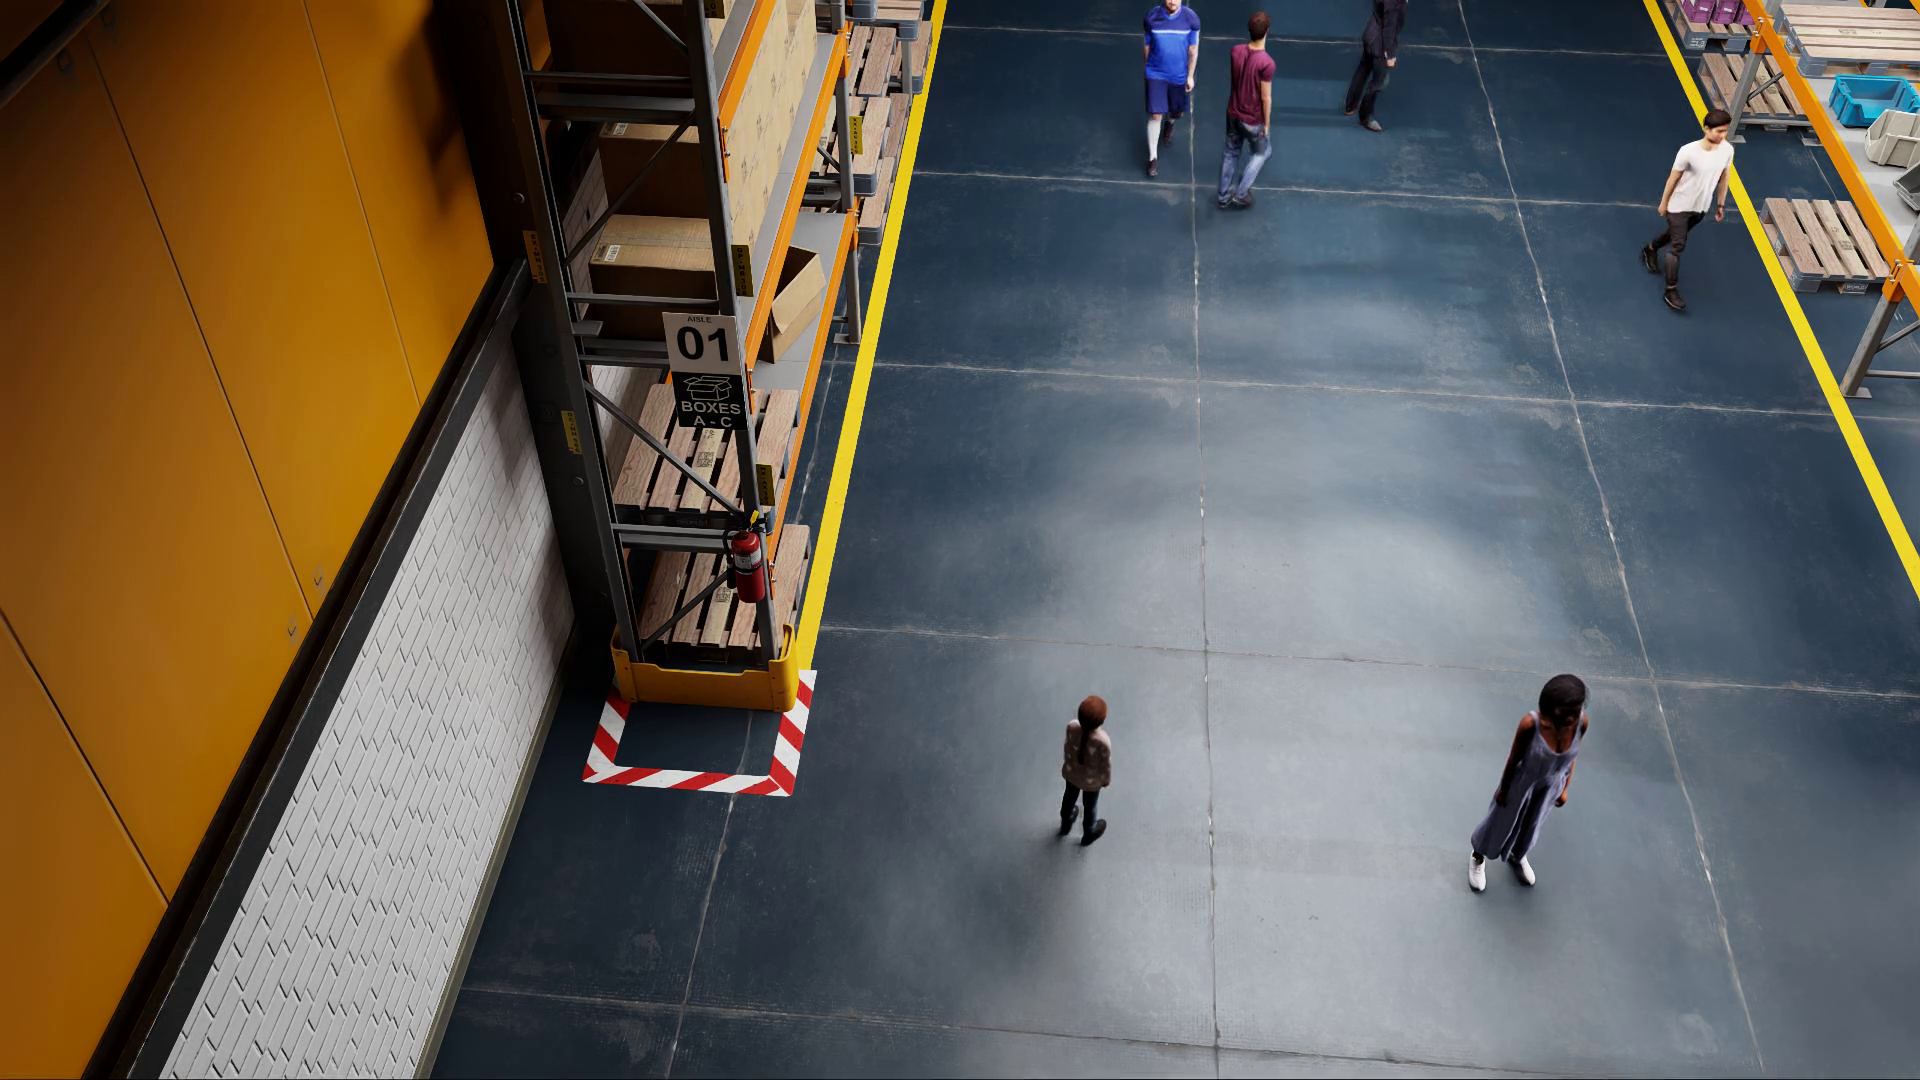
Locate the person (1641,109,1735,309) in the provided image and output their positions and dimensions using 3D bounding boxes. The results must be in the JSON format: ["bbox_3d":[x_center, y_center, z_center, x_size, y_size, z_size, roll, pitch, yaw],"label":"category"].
[{"bbox_3d":[6.112,-2.883,14.008,0.849,1.686,1.173,-8,44,-8],"label":"person"}]

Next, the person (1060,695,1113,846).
[{"bbox_3d":[0.741,1.369,9.903,0.543,1.193,0.575,26,50,25],"label":"person"}]

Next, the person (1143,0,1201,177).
[{"bbox_3d":[1.938,-4.359,15.463,0.677,1.816,1.069,3,44,3],"label":"person"}]

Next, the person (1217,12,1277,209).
[{"bbox_3d":[2.505,-3.762,14.832,0.817,1.822,0.858,34,53,31],"label":"person"}]

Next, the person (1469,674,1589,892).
[{"bbox_3d":[3.277,1.379,9.525,0.615,1.699,0.571,-4,44,-4],"label":"person"}]

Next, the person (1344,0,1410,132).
[{"bbox_3d":[4.032,-4.826,15.989,0.848,1.768,0.596,-2,44,-3],"label":"person"}]
